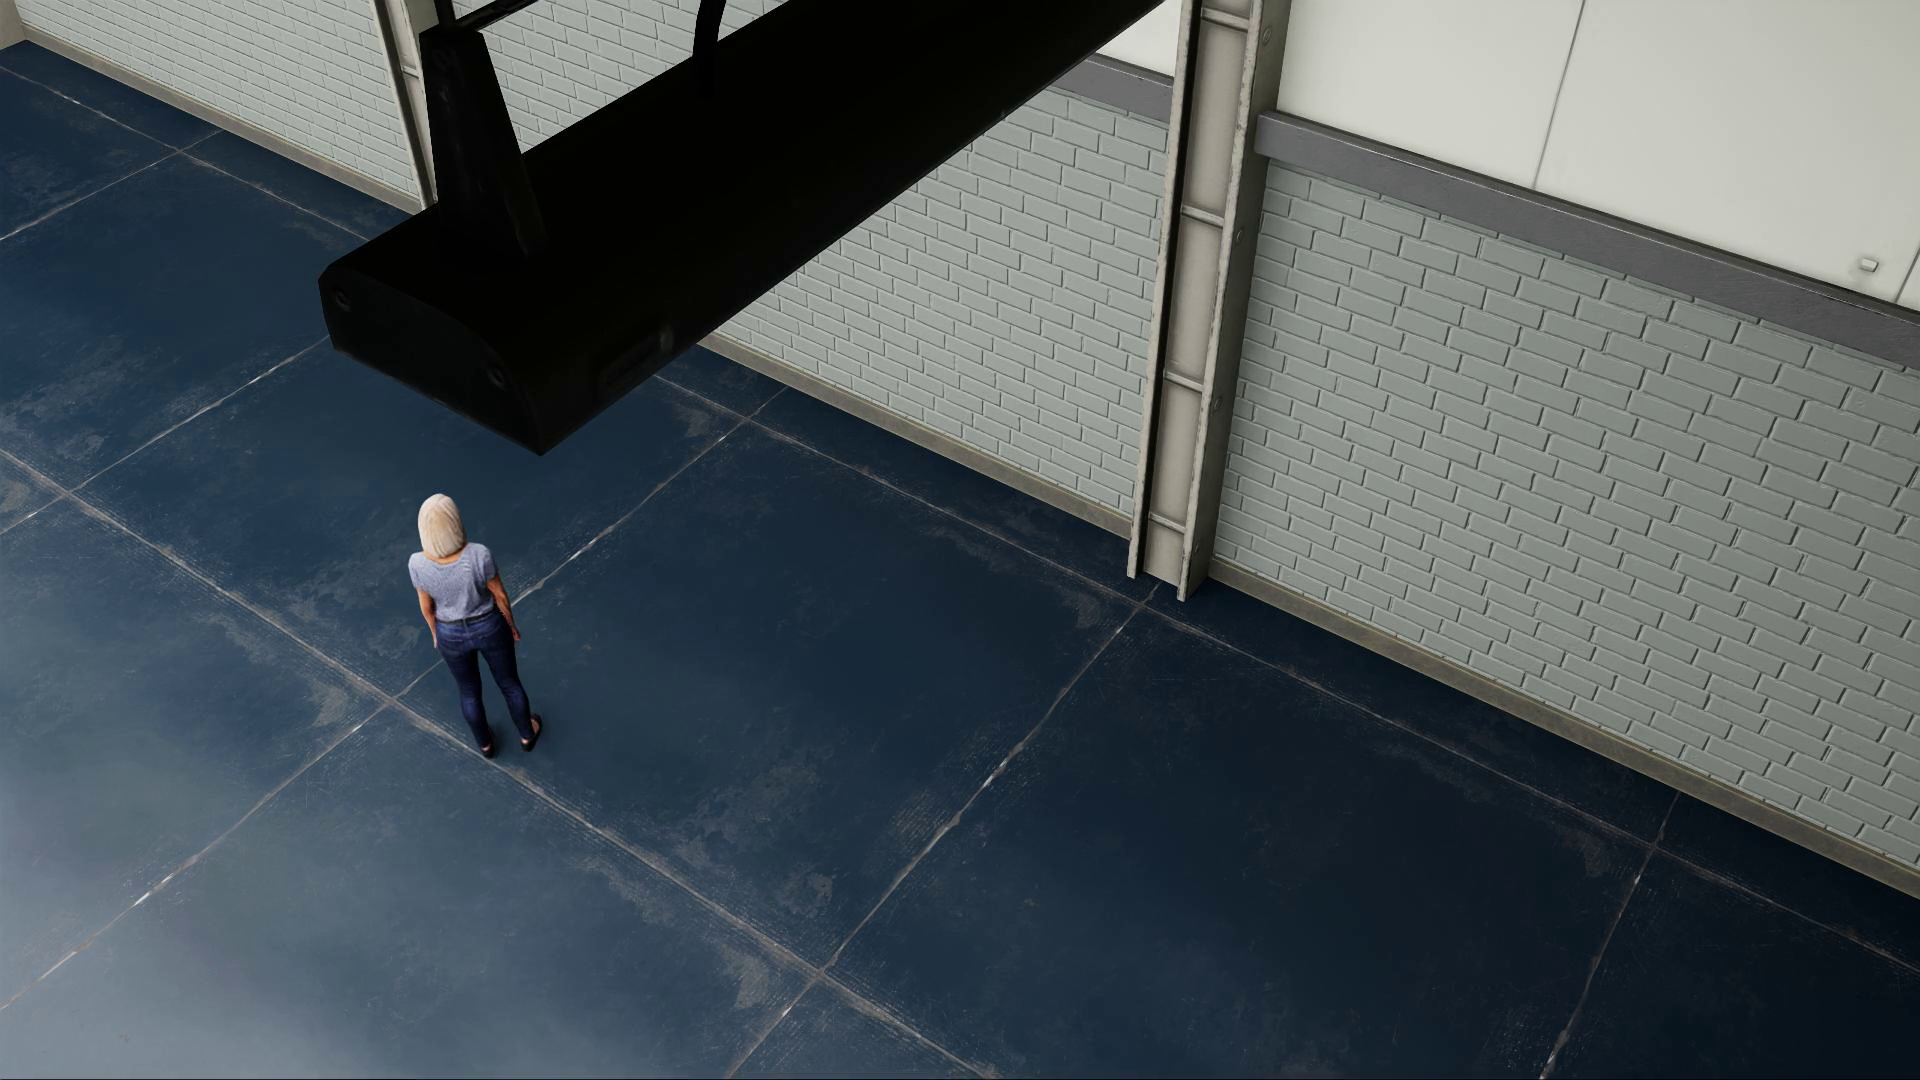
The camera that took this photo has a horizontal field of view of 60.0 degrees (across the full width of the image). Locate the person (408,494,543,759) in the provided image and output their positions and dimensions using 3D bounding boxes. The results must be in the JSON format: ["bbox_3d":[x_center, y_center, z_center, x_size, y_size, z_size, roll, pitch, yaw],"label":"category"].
[{"bbox_3d":[-2.445,0.451,8.334,0.650,1.721,0.707,-8,44,-8],"label":"person"}]
